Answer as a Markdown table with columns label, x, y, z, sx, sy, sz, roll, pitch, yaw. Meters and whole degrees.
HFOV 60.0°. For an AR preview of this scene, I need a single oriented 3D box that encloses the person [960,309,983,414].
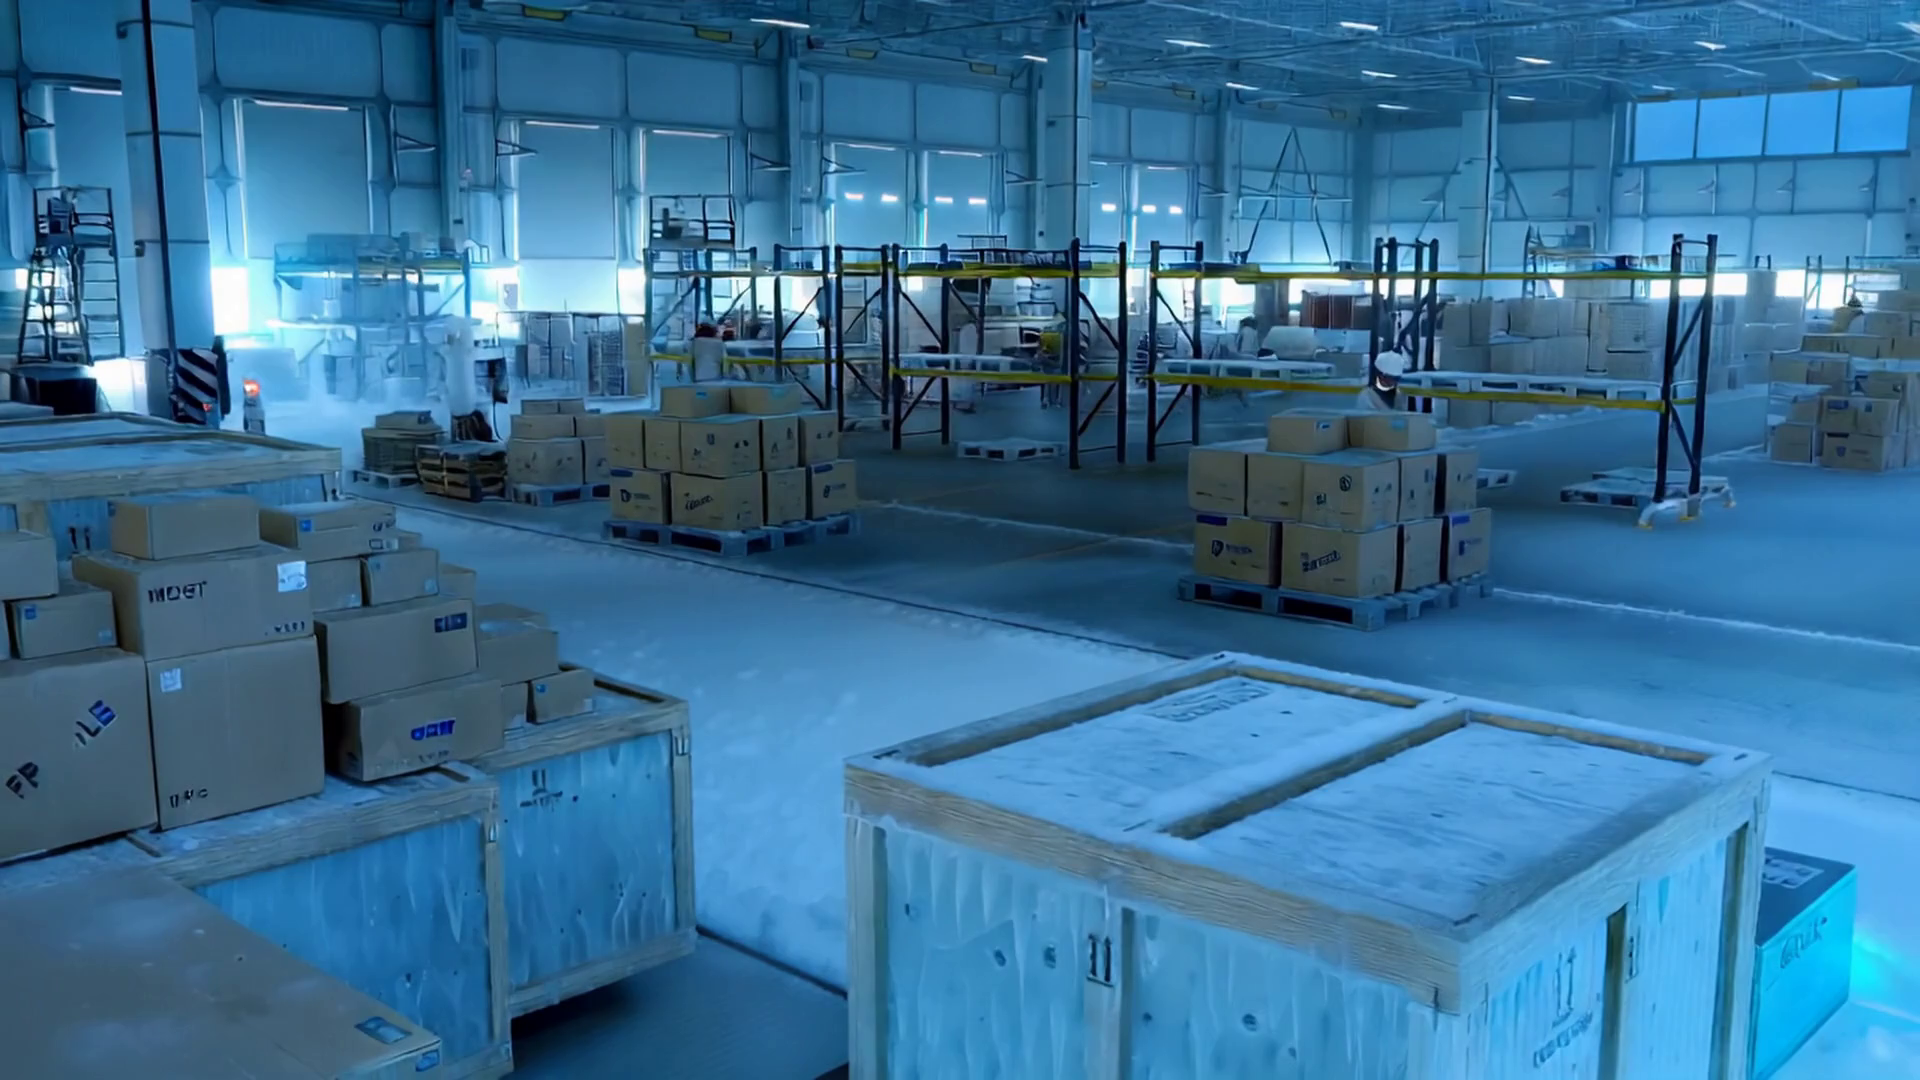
| label | x | y | z | sx | sy | sz | roll | pitch | yaw |
| --- | --- | --- | --- | --- | --- | --- | --- | --- | --- |
| person | 0.245 | -3.256 | 30.403 | 0.569 | 1.924 | 0.642 | 1 | 9 | 7 |

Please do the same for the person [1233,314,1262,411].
| label | x | y | z | sx | sy | sz | roll | pitch | yaw |
| --- | --- | --- | --- | --- | --- | --- | --- | --- | --- |
| person | 5.375 | -3.283 | 30.886 | 0.446 | 1.829 | 0.652 | -1 | 9 | -3 |

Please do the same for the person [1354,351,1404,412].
| label | x | y | z | sx | sy | sz | roll | pitch | yaw |
| --- | --- | --- | --- | --- | --- | --- | --- | --- | --- |
| person | 3.798 | -0.737 | 14.977 | 0.542 | 1.929 | 0.369 | -6 | 11 | -32 |

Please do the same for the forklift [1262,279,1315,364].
| label | x | y | z | sx | sy | sz | roll | pitch | yaw |
| --- | --- | --- | --- | --- | --- | --- | --- | --- | --- |
| forklift | 8.555 | -6.090 | 44.881 | 1.873 | 2.768 | 1.129 | 9 | 13 | 43 |

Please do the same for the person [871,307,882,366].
| label | x | y | z | sx | sy | sz | roll | pitch | yaw |
| --- | --- | --- | --- | --- | --- | --- | --- | --- | --- |
| person | -2.211 | -5.405 | 44.513 | 0.320 | 1.632 | 0.524 | -2 | 9 | -10 |

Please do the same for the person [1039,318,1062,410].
| label | x | y | z | sx | sy | sz | roll | pitch | yaw |
| --- | --- | --- | --- | --- | --- | --- | --- | --- | --- |
| person | 1.730 | -3.329 | 31.467 | 0.488 | 1.736 | 0.321 | -5 | 11 | -29 |

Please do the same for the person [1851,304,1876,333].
| label | x | y | z | sx | sy | sz | roll | pitch | yaw |
| --- | --- | --- | --- | --- | --- | --- | --- | --- | --- |
| person | 19.352 | -4.064 | 35.424 | 0.831 | 1.906 | 0.651 | -7 | 12 | -37 |

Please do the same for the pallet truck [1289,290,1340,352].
| label | x | y | z | sx | sy | sz | roll | pitch | yaw |
| --- | --- | --- | --- | --- | --- | --- | --- | --- | --- |
| pallet truck | 11.297 | -6.951 | 52.861 | 1.885 | 1.965 | 0.823 | -5 | 11 | -29 |

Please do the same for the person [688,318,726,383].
| label | x | y | z | sx | sy | sz | roll | pitch | yaw |
| --- | --- | --- | --- | --- | --- | --- | --- | --- | --- |
| person | -4.056 | -2.630 | 26.729 | 0.600 | 1.884 | 0.988 | -2 | 10 | -13 |

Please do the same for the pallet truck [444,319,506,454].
| label | x | y | z | sx | sy | sz | roll | pitch | yaw |
| --- | --- | --- | --- | --- | --- | --- | --- | --- | --- |
| pallet truck | -6.981 | -1.942 | 22.150 | 1.885 | 1.965 | 0.823 | 1 | 9 | 9 |

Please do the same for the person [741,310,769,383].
| label | x | y | z | sx | sy | sz | roll | pitch | yaw |
| --- | --- | --- | --- | --- | --- | --- | --- | --- | --- |
| person | -3.926 | -3.456 | 31.859 | 0.523 | 1.871 | 1.084 | 7 | 12 | 38 |

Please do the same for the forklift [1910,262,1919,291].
| label | x | y | z | sx | sy | sz | roll | pitch | yaw |
| --- | --- | --- | --- | --- | --- | --- | --- | --- | --- |
| forklift | 23.822 | -5.449 | 40.955 | 1.129 | 2.768 | 1.873 | -2 | 9 | -13 |
